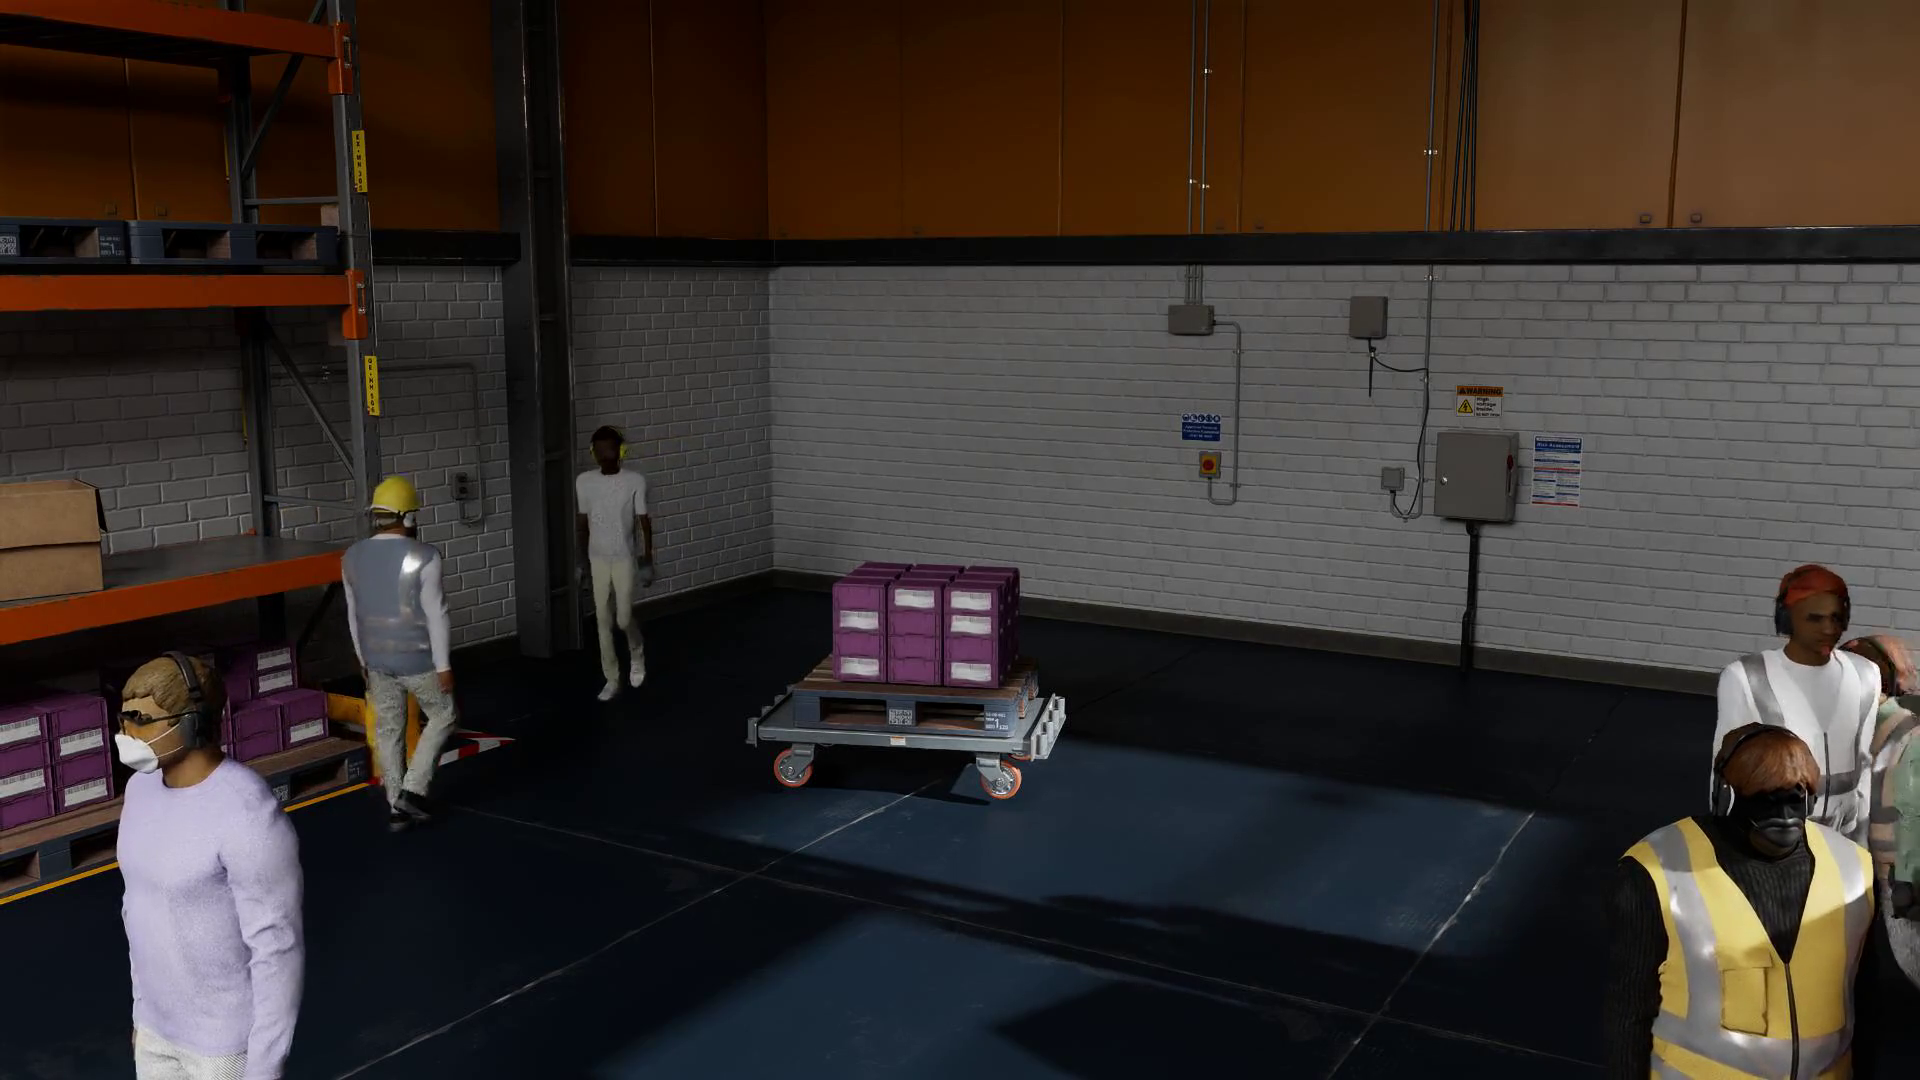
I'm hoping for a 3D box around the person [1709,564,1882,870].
[{"bbox_3d":[2.796,1.011,5.598,0.584,1.882,0.339,-1,9,-8],"label":"person"}]

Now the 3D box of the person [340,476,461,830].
[{"bbox_3d":[-2.827,0.583,8.463,0.621,1.817,0.429,3,10,18],"label":"person"}]

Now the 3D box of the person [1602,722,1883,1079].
[{"bbox_3d":[1.811,1.315,3.863,0.628,1.837,0.429,0,9,-1],"label":"person"}]

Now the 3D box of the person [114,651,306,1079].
[{"bbox_3d":[-1.860,1.221,4.112,0.635,1.938,0.359,7,11,36],"label":"person"}]

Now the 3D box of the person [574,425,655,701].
[{"bbox_3d":[-2.315,0.148,11.108,0.512,1.849,0.437,1,9,8],"label":"person"}]

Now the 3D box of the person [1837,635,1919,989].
[{"bbox_3d":[3.289,1.113,5.844,0.780,1.608,0.524,-2,9,-12],"label":"person"}]
